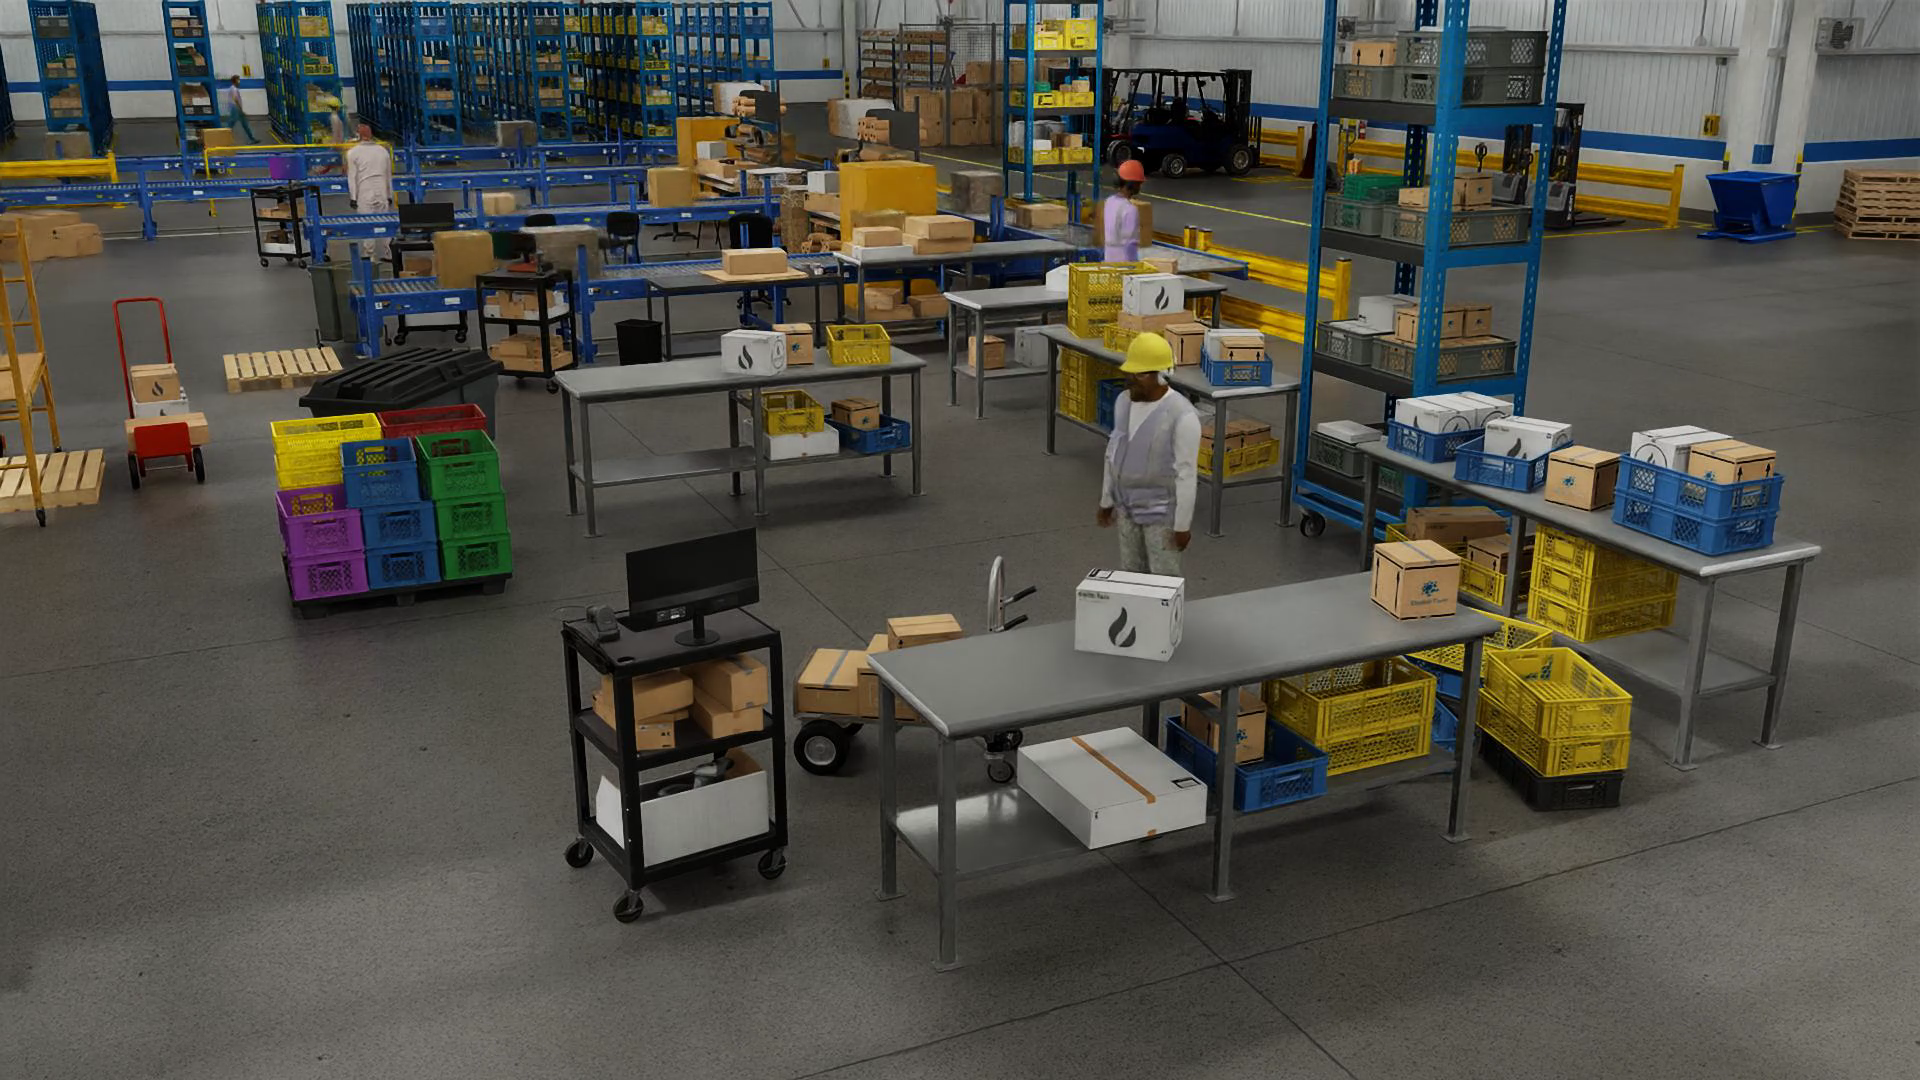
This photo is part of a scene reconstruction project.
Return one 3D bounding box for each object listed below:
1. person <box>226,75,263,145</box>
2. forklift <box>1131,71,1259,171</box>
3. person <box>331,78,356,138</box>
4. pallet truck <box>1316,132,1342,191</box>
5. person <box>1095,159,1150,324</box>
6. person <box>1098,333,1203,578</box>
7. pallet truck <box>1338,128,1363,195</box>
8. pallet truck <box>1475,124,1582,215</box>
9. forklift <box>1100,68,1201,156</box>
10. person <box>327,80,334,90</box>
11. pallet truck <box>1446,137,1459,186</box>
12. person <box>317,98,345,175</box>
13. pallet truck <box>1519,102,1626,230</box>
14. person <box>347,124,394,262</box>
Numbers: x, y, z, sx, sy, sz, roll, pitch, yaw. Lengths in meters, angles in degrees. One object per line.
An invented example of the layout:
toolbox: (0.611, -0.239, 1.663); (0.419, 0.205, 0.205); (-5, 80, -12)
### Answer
person: (-18.816, -11.144, 43.217); (1.039, 1.794, 0.590); (-6, 18, -17)
forklift: (4.998, -8.936, 35.413); (2.680, 1.987, 1.157); (-9, 20, -25)
person: (-15.812, -10.892, 42.455); (0.918, 1.781, 0.584); (7, 19, 22)
pallet truck: (7.723, -7.504, 32.656); (1.601, 1.201, 0.680); (-8, 19, -23)
person: (1.521, -2.645, 16.062); (0.604, 2.021, 0.623); (-5, 18, -16)
person: (0.962, -0.174, 8.606); (0.404, 1.825, 0.613); (-12, 21, -34)
pallet truck: (7.845, -7.140, 31.411); (1.522, 1.261, 0.704); (-9, 20, -25)
pallet truck: (9.707, -6.455, 28.103); (1.885, 1.965, 0.823); (-7, 19, -20)
forklift: (4.082, -9.564, 37.410); (2.680, 1.987, 1.157); (-8, 19, -23)
person: (-17.693, -12.383, 46.790); (0.392, 1.990, 0.611); (-14, 22, -37)
pallet truck: (9.184, -6.485, 29.328); (1.630, 1.274, 0.653); (-8, 19, -23)
person: (-12.458, -7.918, 33.129); (0.746, 1.744, 0.527); (-6, 19, -19)
pallet truck: (9.972, -6.037, 26.785); (1.885, 1.965, 0.823); (-9, 20, -25)
person: (-8.133, -4.764, 22.951); (0.401, 1.898, 0.655); (14, 22, 37)
